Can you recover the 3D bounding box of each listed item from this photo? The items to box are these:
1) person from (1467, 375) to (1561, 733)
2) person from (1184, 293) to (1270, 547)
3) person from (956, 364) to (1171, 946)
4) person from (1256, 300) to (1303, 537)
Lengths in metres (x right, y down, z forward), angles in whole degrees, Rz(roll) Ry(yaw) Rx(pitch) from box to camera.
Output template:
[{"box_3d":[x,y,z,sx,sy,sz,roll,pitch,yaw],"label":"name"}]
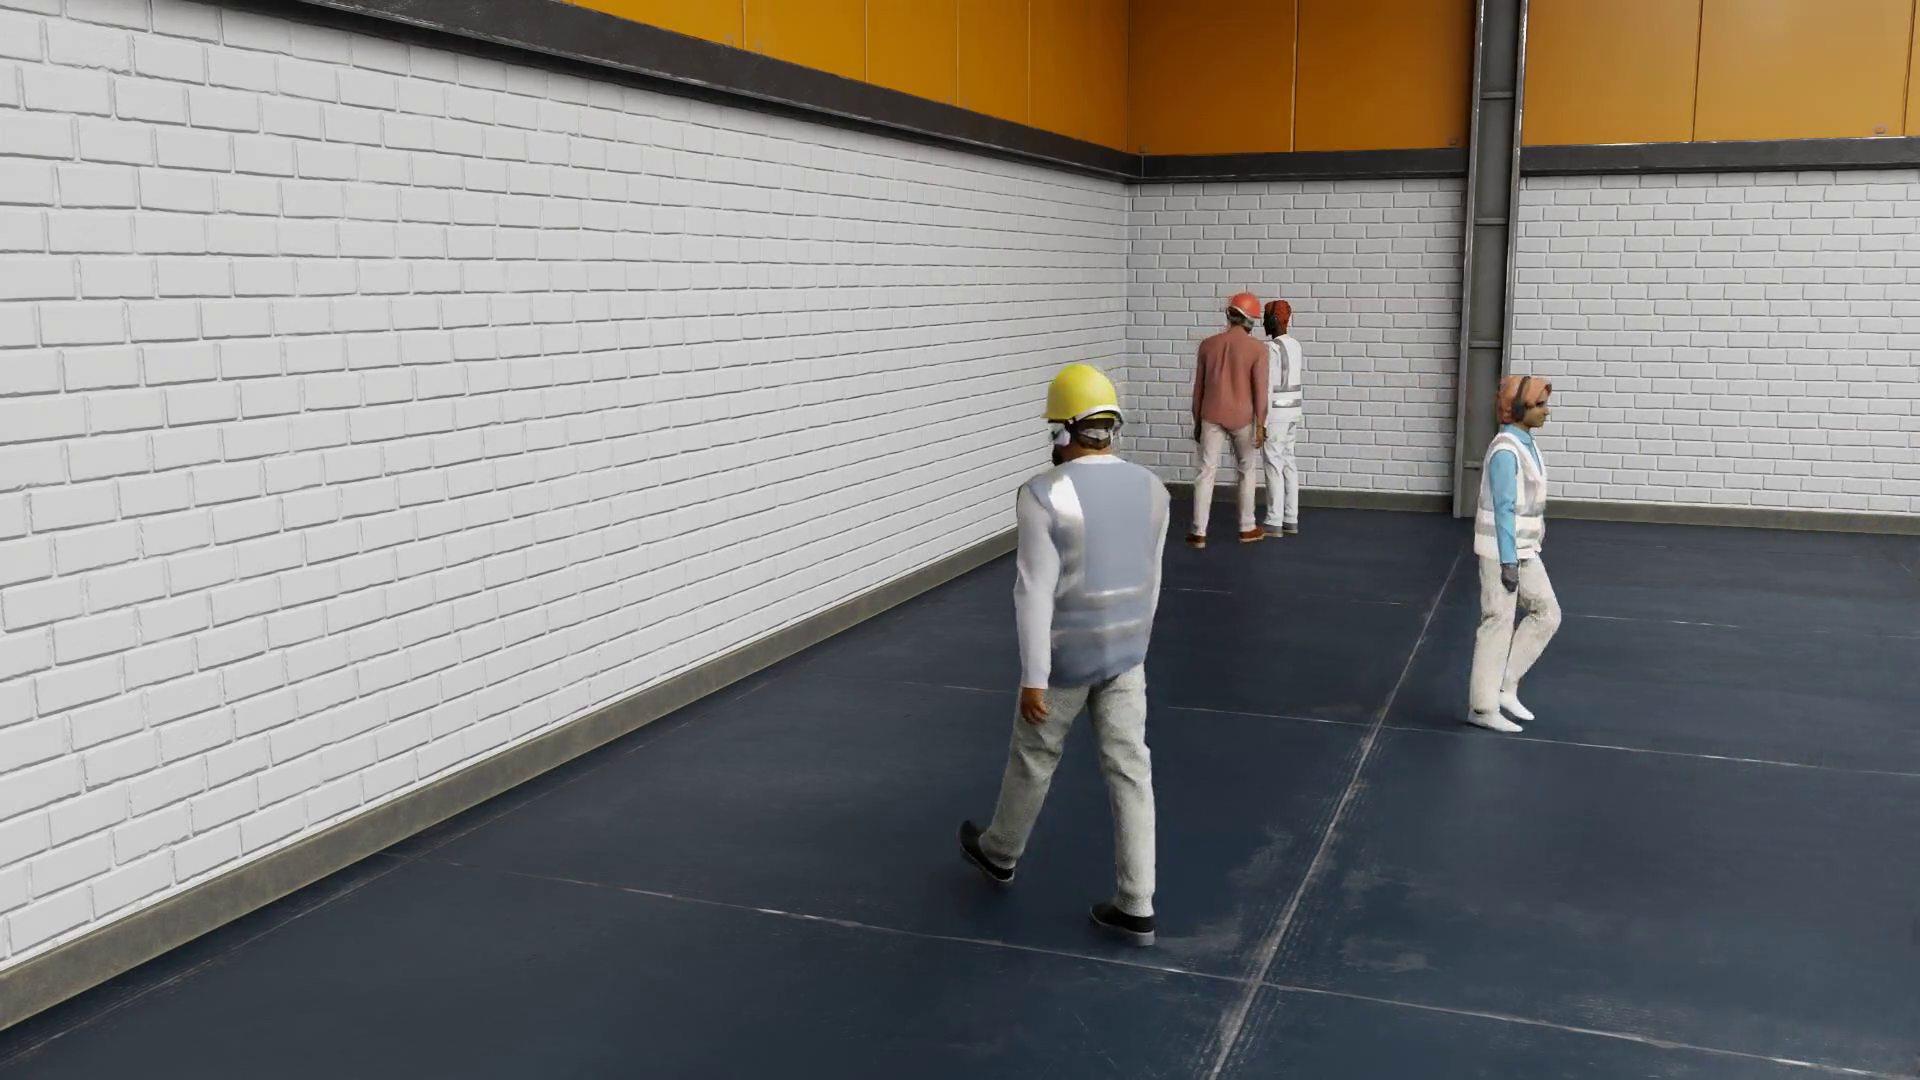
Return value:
[{"box_3d":[2.508,0.073,7.494,0.405,1.622,0.549,5,10,30],"label":"person"},{"box_3d":[2.064,-0.914,12.774,0.635,1.943,0.752,5,10,29],"label":"person"},{"box_3d":[0.354,0.336,5.336,0.626,1.782,0.917,-6,11,-32],"label":"person"},{"box_3d":[2.531,-0.961,13.226,0.350,1.878,0.568,6,11,33],"label":"person"}]
